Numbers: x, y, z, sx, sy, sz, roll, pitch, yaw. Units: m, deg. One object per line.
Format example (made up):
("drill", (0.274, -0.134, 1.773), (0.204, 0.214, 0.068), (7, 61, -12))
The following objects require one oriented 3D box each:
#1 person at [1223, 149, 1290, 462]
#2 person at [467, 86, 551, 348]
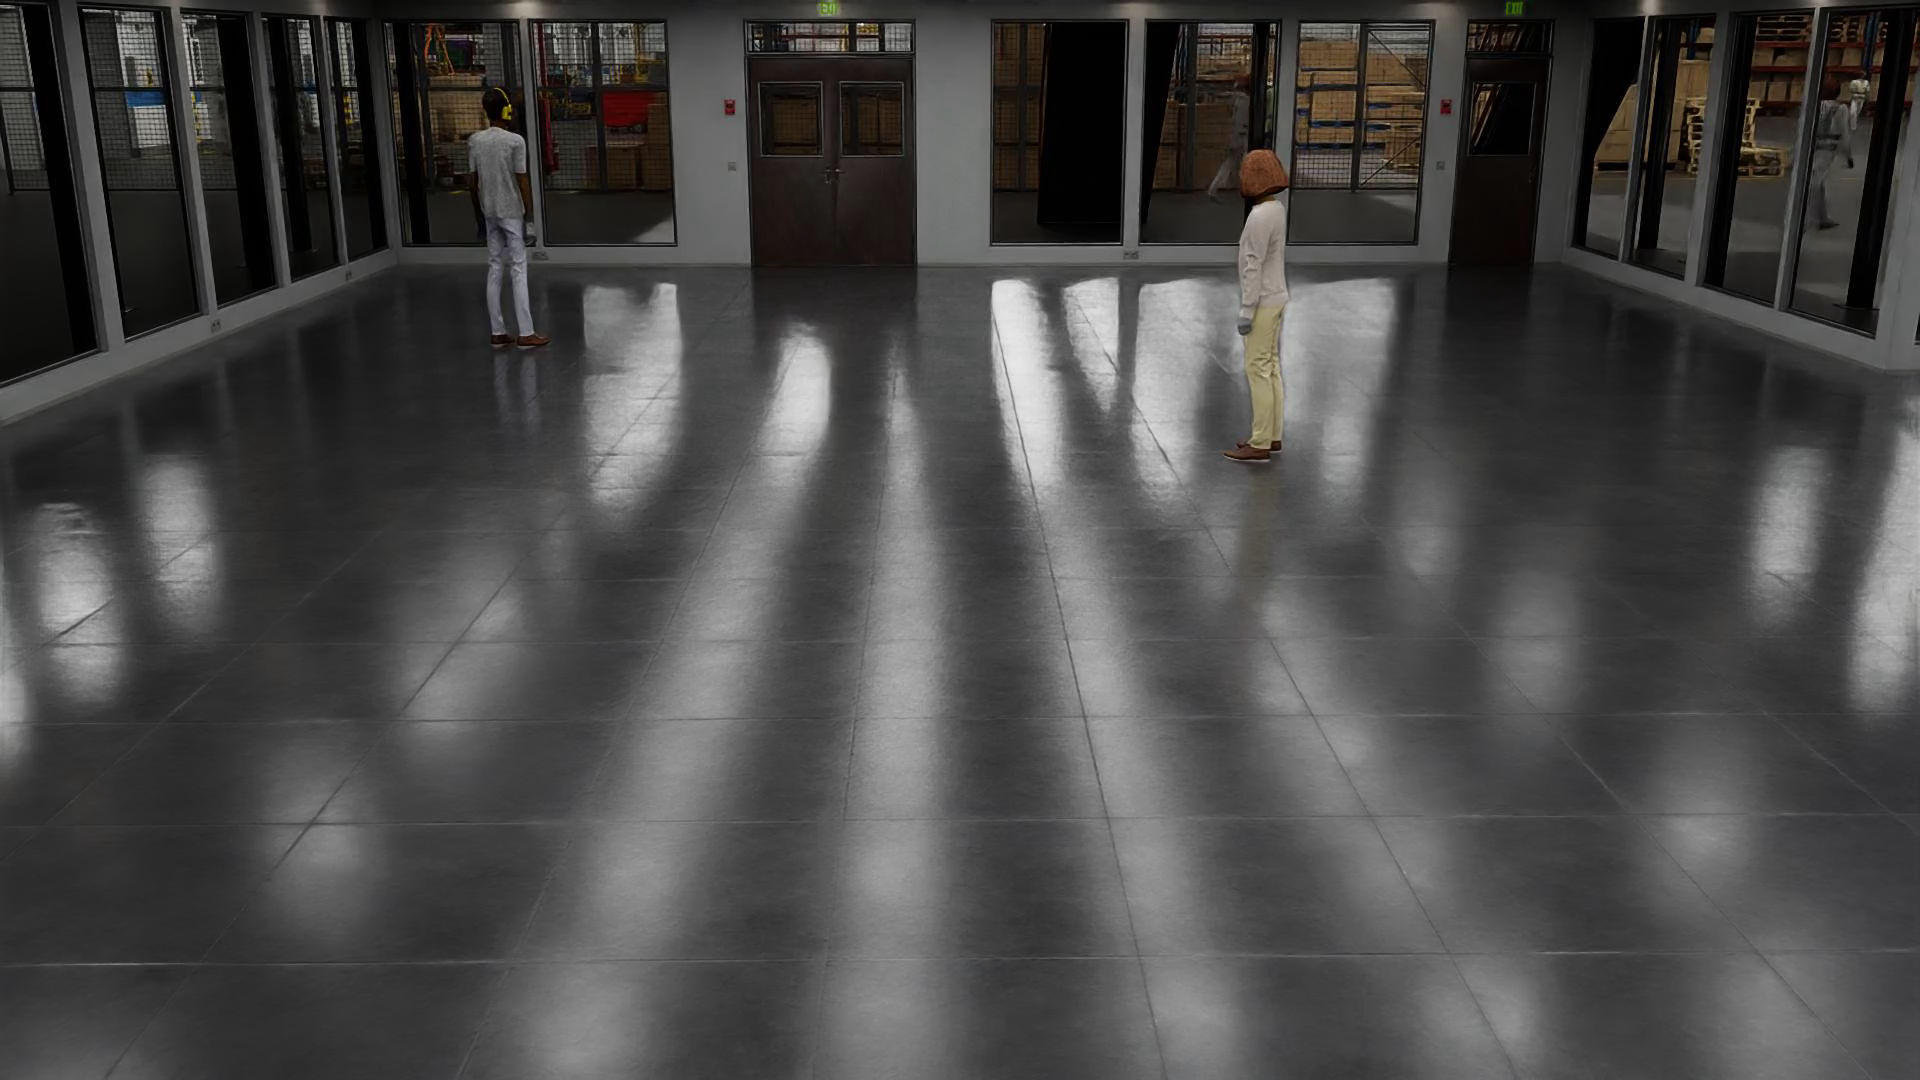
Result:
("person", (1.583, -1.228, 8.776), (0.279, 1.624, 0.494), (6, 17, 19))
("person", (-3.318, -2.337, 12.123), (0.521, 1.873, 0.336), (7, 18, 22))
